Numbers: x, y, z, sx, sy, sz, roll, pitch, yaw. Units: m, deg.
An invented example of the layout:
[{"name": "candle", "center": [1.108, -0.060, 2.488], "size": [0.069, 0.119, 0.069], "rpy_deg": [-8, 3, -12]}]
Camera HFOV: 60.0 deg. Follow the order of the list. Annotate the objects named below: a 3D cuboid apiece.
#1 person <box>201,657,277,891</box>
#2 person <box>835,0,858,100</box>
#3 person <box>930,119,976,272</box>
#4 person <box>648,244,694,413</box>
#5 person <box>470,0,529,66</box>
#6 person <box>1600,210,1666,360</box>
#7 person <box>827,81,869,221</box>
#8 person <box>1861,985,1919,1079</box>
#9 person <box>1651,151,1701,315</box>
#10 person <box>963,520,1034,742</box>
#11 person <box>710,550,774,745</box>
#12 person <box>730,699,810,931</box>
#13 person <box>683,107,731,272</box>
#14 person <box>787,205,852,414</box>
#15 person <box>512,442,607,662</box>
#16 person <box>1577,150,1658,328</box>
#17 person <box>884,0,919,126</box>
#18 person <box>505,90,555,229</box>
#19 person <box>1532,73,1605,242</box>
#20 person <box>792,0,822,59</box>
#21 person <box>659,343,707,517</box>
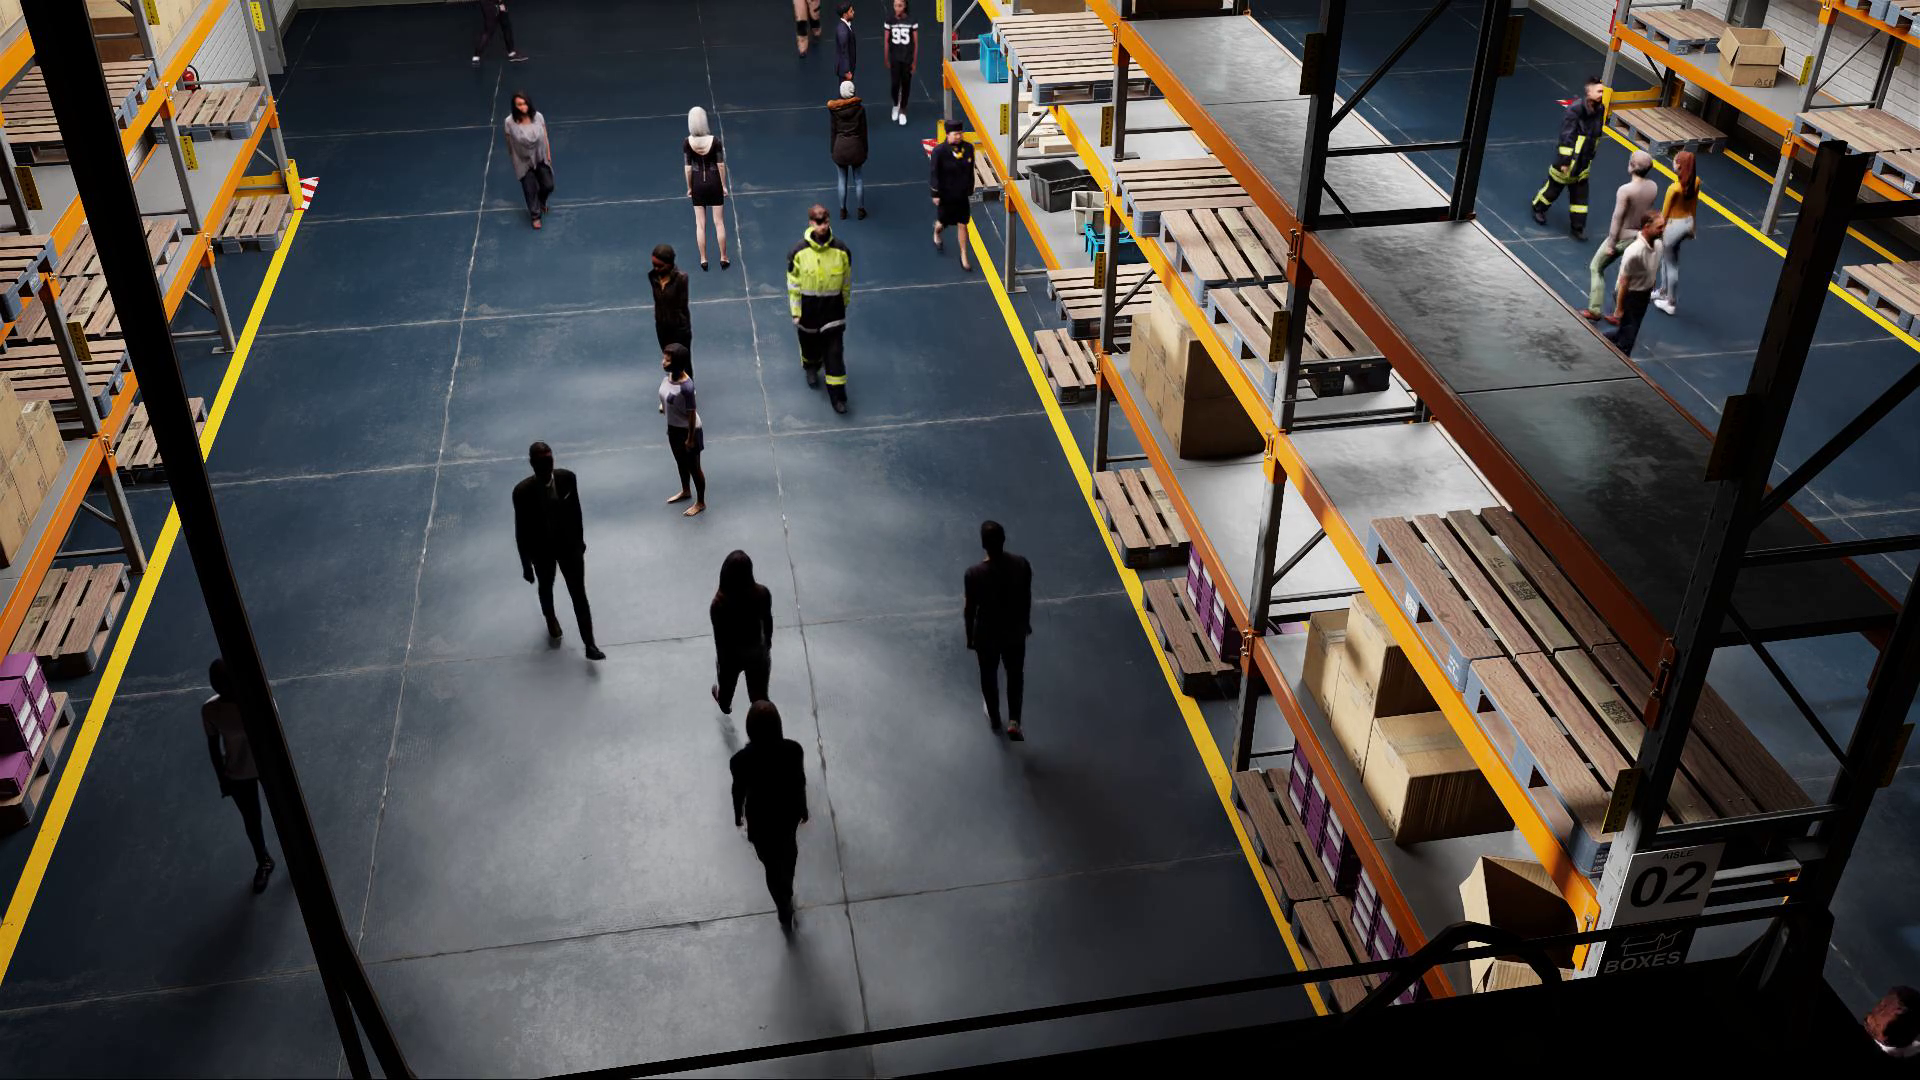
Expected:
[{"name": "person", "center": [-4.366, 1.432, 10.308], "size": [0.609, 1.719, 0.552], "rpy_deg": [-9, 35, -14]}, {"name": "person", "center": [-1.509, -6.175, 21.750], "size": [0.735, 1.722, 0.532], "rpy_deg": [1, 34, 1]}, {"name": "person", "center": [-0.108, -3.823, 18.282], "size": [0.853, 1.643, 1.119], "rpy_deg": [-13, 36, -18]}, {"name": "person", "center": [-2.674, -2.001, 15.526], "size": [0.694, 1.659, 0.754], "rpy_deg": [7, 34, 10]}, {"name": "person", "center": [-6.830, -7.711, 24.008], "size": [0.820, 1.779, 1.042], "rpy_deg": [-14, 36, -20]}, {"name": "person", "center": [6.306, -2.304, 15.826], "size": [0.965, 1.834, 1.172], "rpy_deg": [-21, 39, -29]}, {"name": "person", "center": [-1.290, -4.539, 19.368], "size": [0.659, 1.633, 0.641], "rpy_deg": [1, 34, 1]}, {"name": "person", "center": [4.350, 2.904, 8.042], "size": [0.815, 1.776, 0.986], "rpy_deg": [9, 35, 14]}, {"name": "person", "center": [7.452, -3.131, 17.160], "size": [0.741, 1.732, 0.788], "rpy_deg": [-14, 36, -20]}, {"name": "person", "center": [0.283, 0.682, 11.413], "size": [0.655, 1.744, 0.866], "rpy_deg": [-5, 34, -7]}, {"name": "person", "center": [-1.442, 0.838, 11.346], "size": [0.818, 1.560, 1.128], "rpy_deg": [-17, 37, -24]}, {"name": "person", "center": [-1.084, 1.708, 9.915], "size": [0.644, 1.694, 0.663], "rpy_deg": [-12, 35, -17]}, {"name": "person", "center": [-2.761, -3.824, 18.115], "size": [0.612, 1.830, 0.525], "rpy_deg": [-2, 34, -3]}, {"name": "person", "center": [-1.343, -2.229, 15.620], "size": [0.772, 1.936, 1.222], "rpy_deg": [-7, 34, -10]}, {"name": "person", "center": [-3.065, 0.028, 12.382], "size": [0.979, 1.762, 1.213], "rpy_deg": [-19, 38, -27]}, {"name": "person", "center": [6.808, -2.974, 16.815], "size": [0.744, 1.853, 0.757], "rpy_deg": [-10, 35, -15]}, {"name": "person", "center": [-0.763, -6.406, 22.098], "size": [0.649, 1.721, 0.701], "rpy_deg": [1, 34, 1]}, {"name": "person", "center": [-4.975, -4.444, 19.260], "size": [0.728, 1.594, 0.845], "rpy_deg": [-13, 36, -19]}, {"name": "person", "center": [6.967, -4.421, 19.007], "size": [0.785, 1.836, 1.155], "rpy_deg": [-9, 35, -13]}, {"name": "person", "center": [-2.263, -8.145, 24.636], "size": [0.817, 1.808, 1.210], "rpy_deg": [0, 34, -1]}, {"name": "person", "center": [-2.343, -0.963, 14.050], "size": [0.705, 1.566, 0.600], "rpy_deg": [-24, 40, -31]}]
